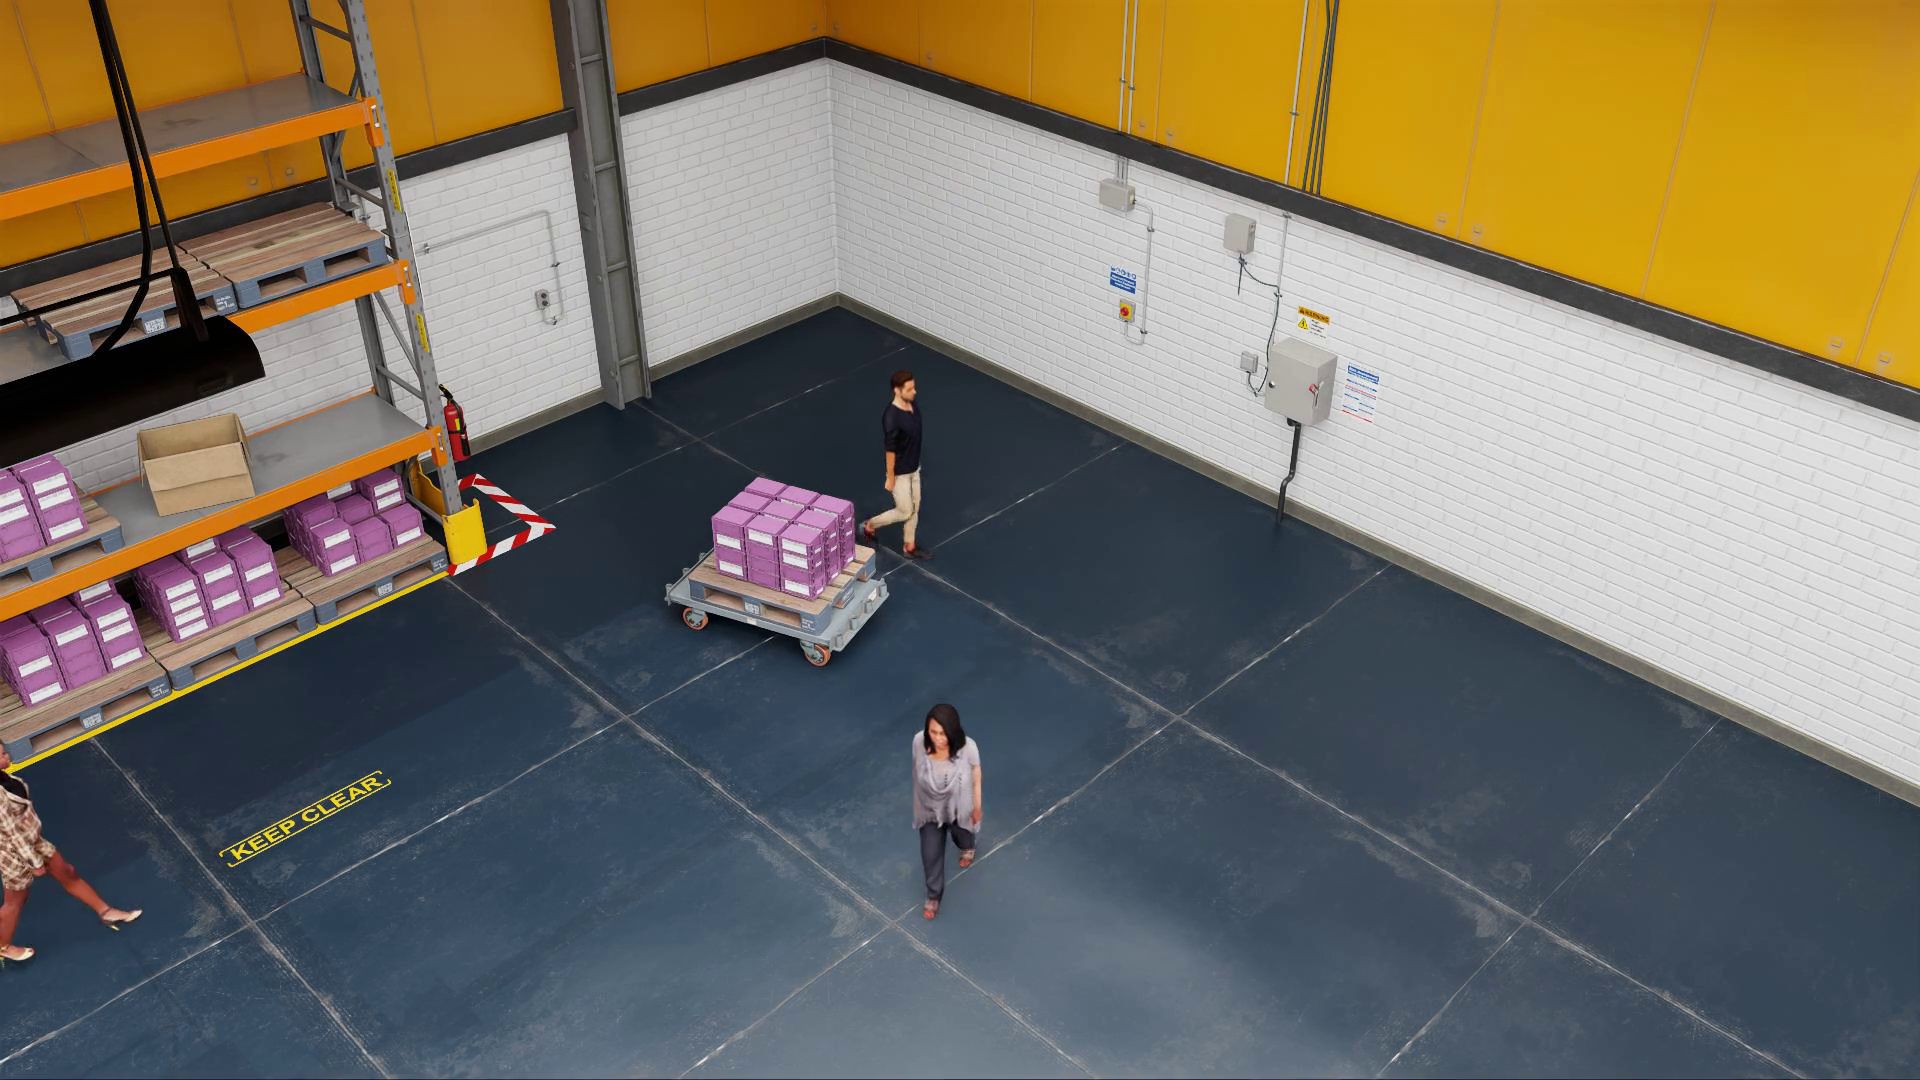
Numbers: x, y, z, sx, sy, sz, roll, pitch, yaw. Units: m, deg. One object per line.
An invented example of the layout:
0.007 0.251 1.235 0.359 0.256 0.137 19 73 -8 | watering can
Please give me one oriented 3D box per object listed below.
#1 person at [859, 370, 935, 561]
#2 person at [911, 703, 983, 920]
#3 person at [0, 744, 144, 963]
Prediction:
-0.563 -0.632 14.112 0.893 1.841 0.931 13 36 19 | person
-0.057 1.669 10.879 0.936 1.587 1.086 7 34 11 | person
-5.886 1.984 10.273 1.181 1.734 0.853 -15 36 -21 | person
